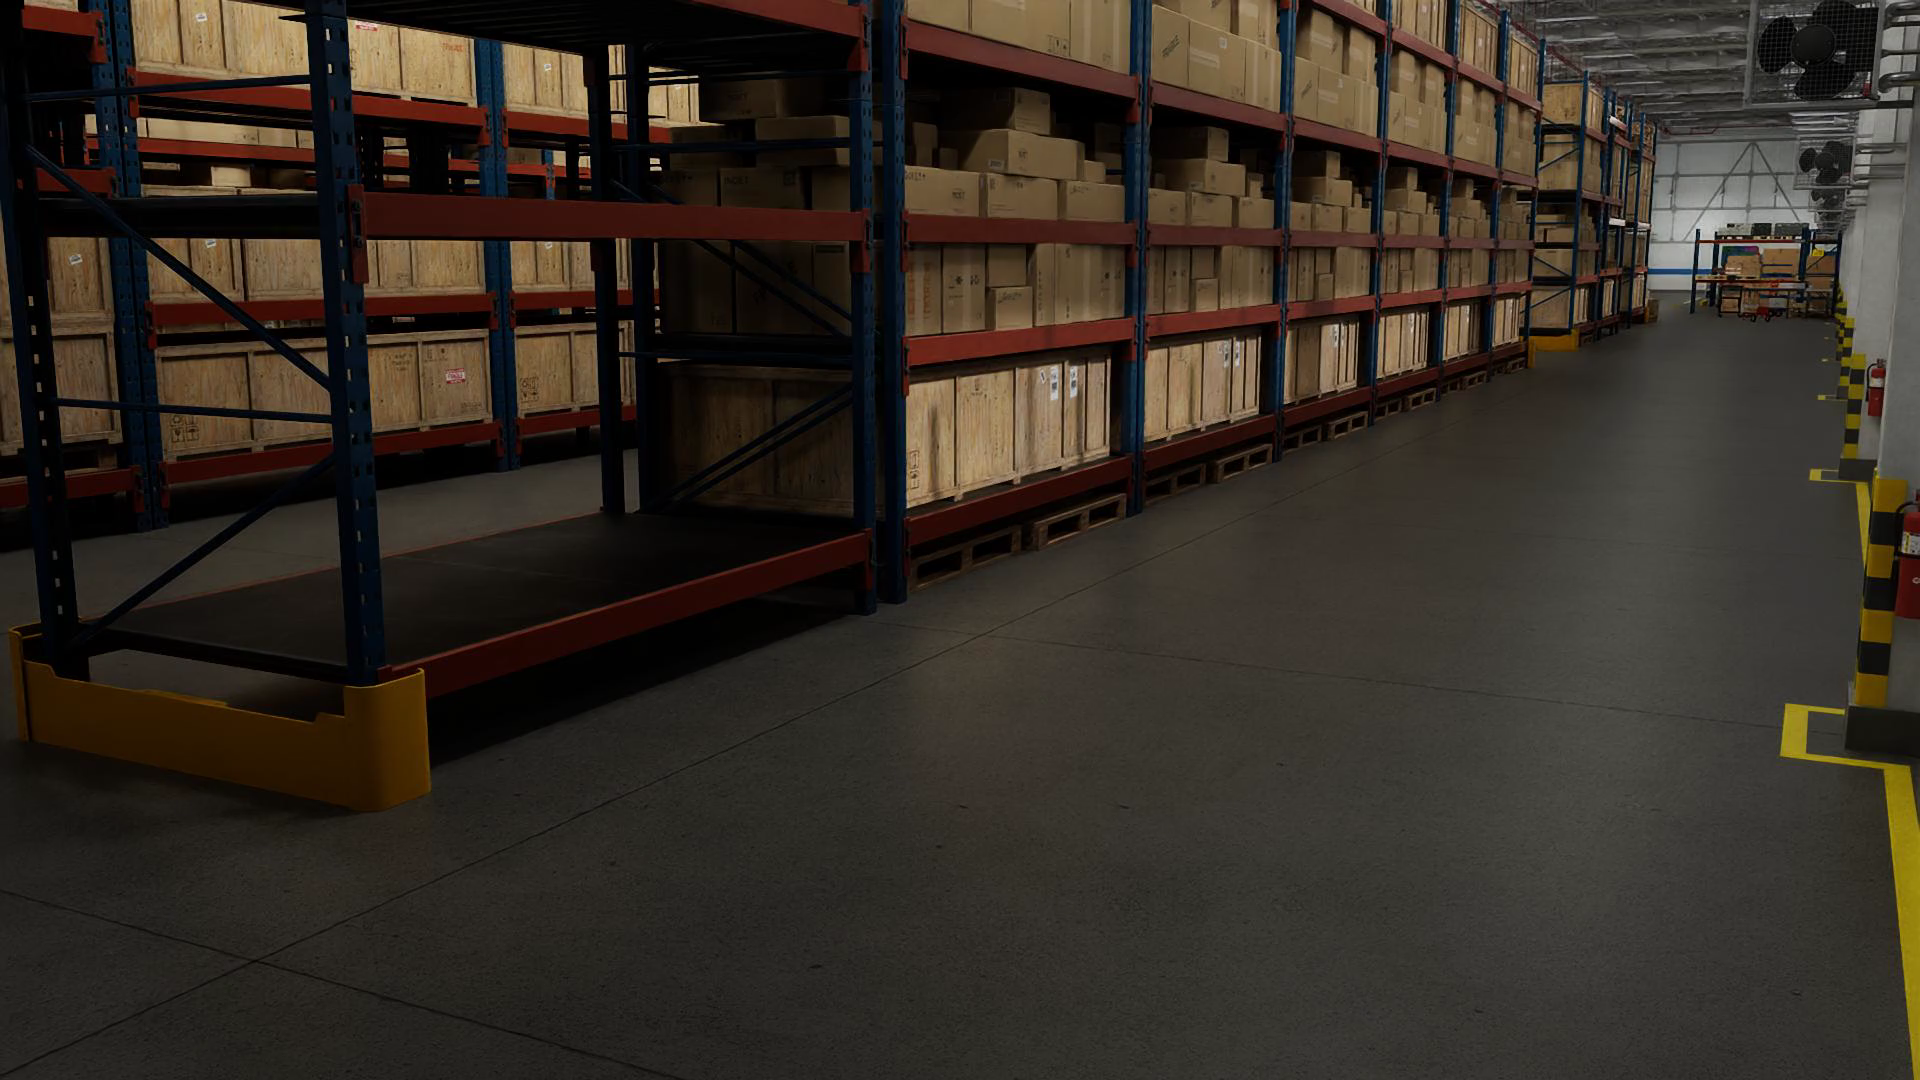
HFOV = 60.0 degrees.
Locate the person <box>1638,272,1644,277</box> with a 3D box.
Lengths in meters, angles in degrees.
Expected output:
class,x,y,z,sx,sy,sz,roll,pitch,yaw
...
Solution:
class,x,y,z,sx,sy,sz,roll,pitch,yaw
person,36.354,-13.966,88.819,0.509,1.629,0.314,2,10,14
